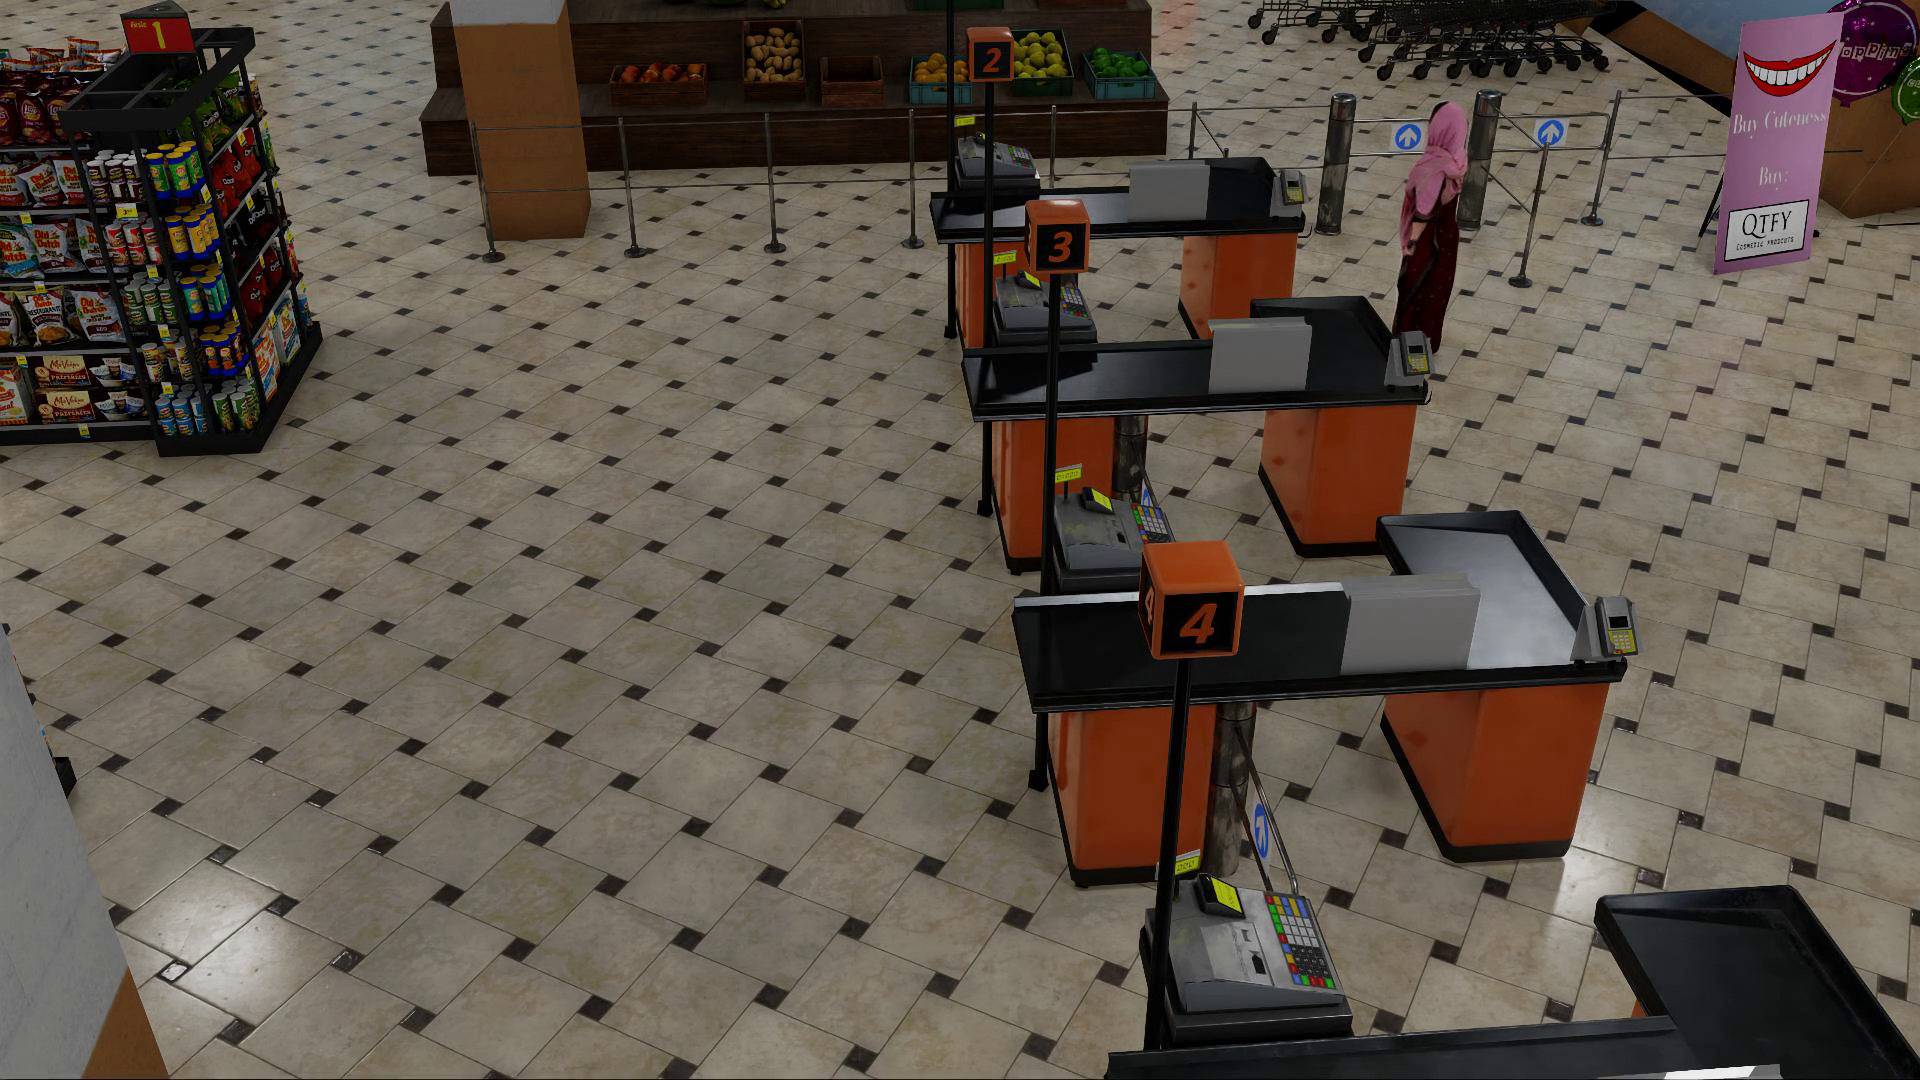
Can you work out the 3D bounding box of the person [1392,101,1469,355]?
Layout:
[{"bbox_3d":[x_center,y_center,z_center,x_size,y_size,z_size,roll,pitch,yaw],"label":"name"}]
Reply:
[{"bbox_3d":[2.866,-1.861,10.101,0.820,1.639,0.756,25,39,34],"label":"person"}]
